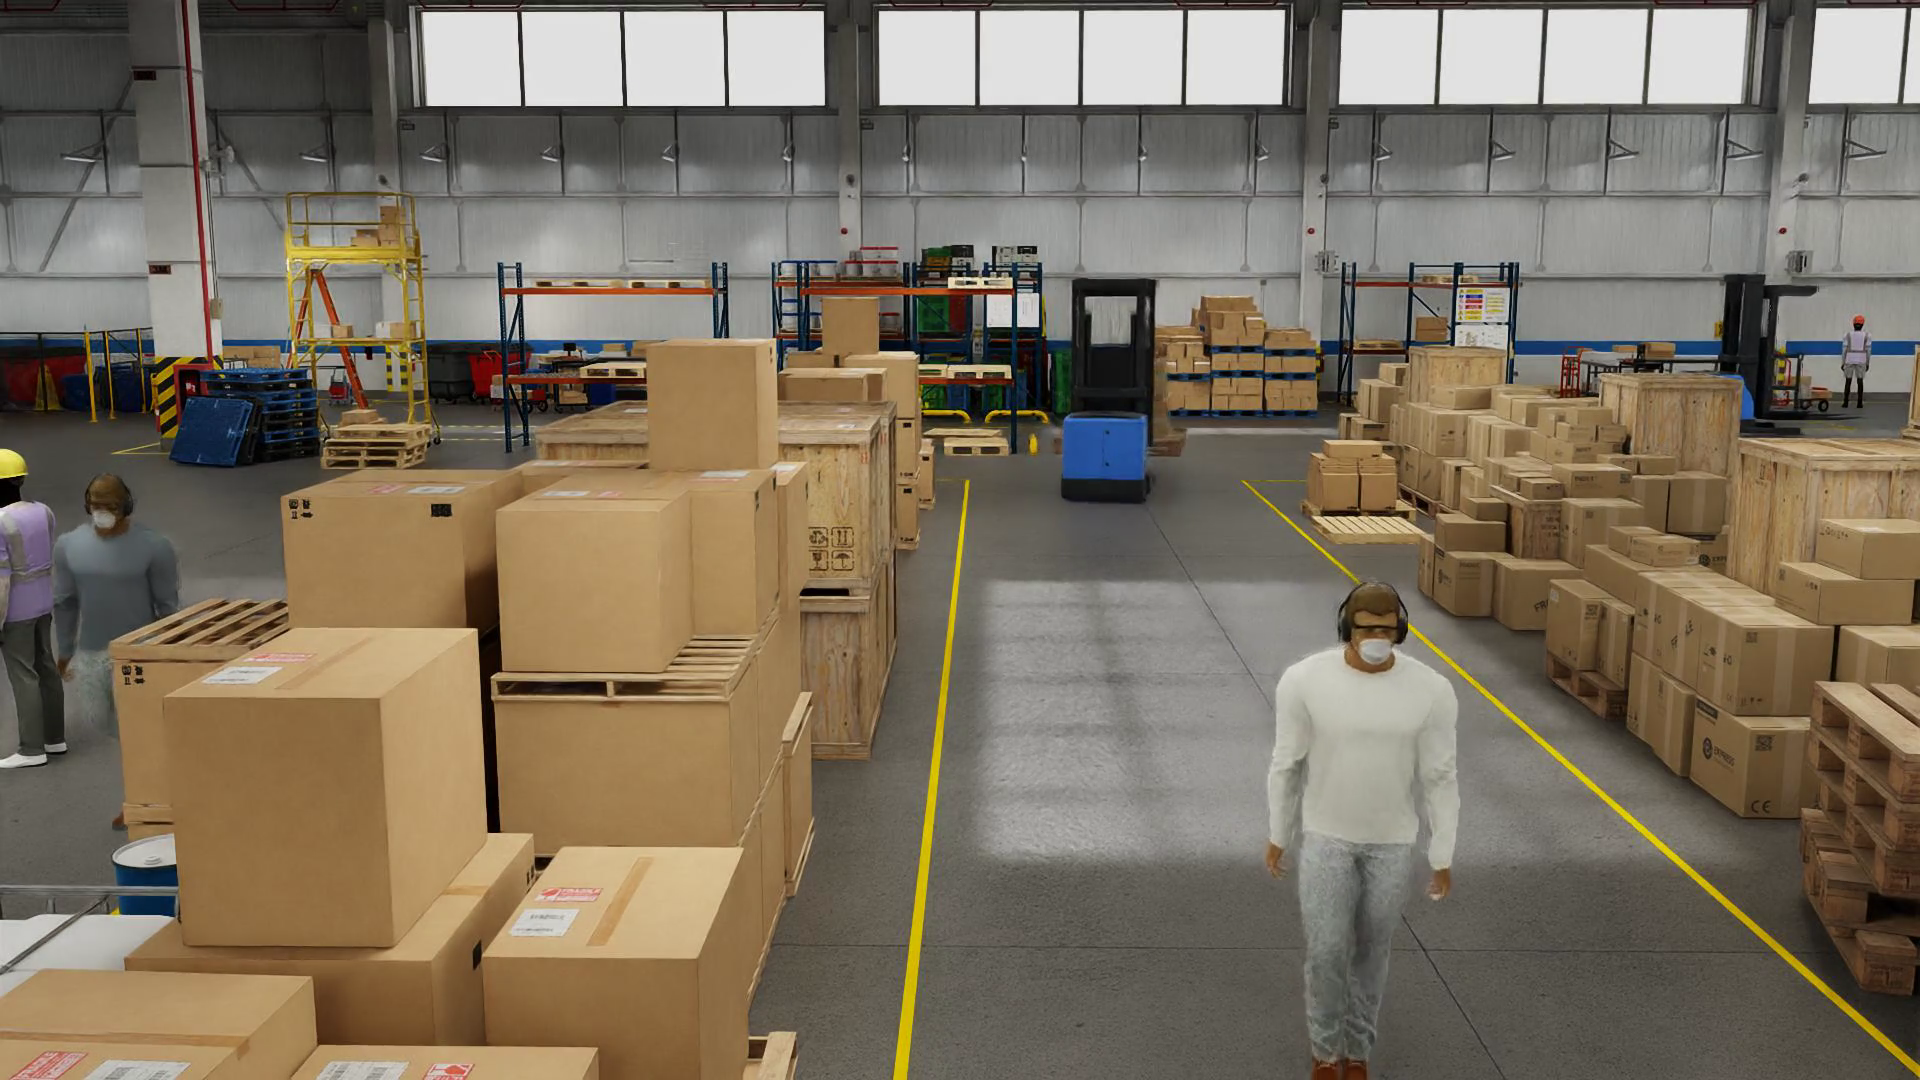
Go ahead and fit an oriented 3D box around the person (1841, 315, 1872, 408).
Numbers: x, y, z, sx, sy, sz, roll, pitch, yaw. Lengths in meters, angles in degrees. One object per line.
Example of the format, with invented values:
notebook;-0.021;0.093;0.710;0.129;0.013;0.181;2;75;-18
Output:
person;18.689;-3.715;34.708;0.544;1.939;0.354;4;10;24

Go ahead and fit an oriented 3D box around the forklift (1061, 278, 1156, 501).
forklift;1.952;-1.996;21.591;1.129;2.768;1.873;2;10;10

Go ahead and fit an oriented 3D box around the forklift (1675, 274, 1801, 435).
forklift;13.678;-3.272;29.236;1.873;2.768;1.129;0;9;1

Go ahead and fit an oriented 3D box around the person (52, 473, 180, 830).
person;-4.566;0.571;9.099;0.639;1.922;0.713;0;9;-2

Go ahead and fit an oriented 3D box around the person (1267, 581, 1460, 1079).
person;1.435;1.099;5.911;0.660;1.922;0.542;1;10;6

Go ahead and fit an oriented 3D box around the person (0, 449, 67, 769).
person;-5.667;0.411;10.019;0.362;1.928;0.587;0;9;1
